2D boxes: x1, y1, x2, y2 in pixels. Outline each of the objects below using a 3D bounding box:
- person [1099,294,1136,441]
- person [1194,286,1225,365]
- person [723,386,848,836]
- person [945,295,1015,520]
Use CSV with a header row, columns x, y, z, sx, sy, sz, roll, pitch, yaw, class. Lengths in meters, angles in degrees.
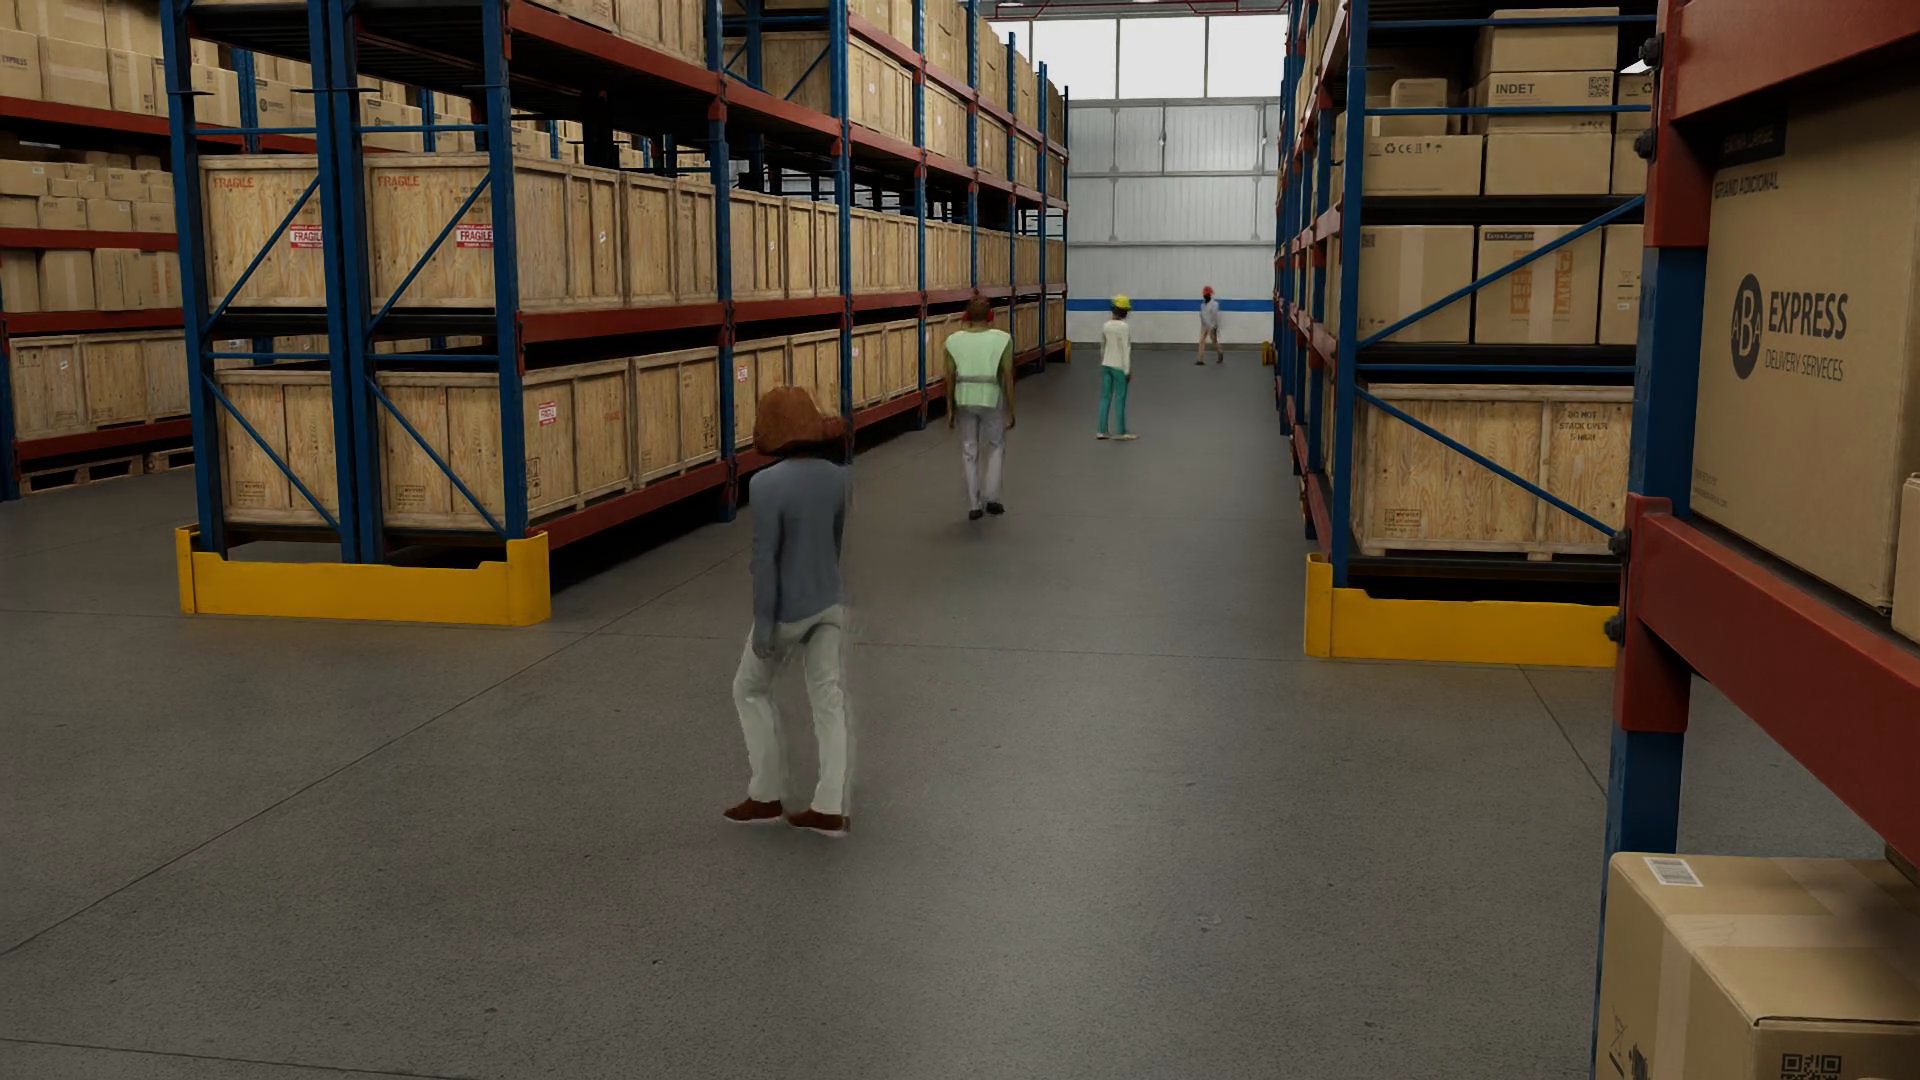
x,y,z,sx,sy,sz,roll,pitch,yaw,class
1.900,-2.073,20.009,0.331,1.767,0.532,-6,11,-33,person
5.488,-4.688,36.352,0.786,1.728,0.564,-7,12,-38,person
-0.648,0.255,5.994,0.584,1.612,0.533,7,11,35,person
0.184,-1.097,13.727,0.596,1.826,0.642,2,9,11,person
